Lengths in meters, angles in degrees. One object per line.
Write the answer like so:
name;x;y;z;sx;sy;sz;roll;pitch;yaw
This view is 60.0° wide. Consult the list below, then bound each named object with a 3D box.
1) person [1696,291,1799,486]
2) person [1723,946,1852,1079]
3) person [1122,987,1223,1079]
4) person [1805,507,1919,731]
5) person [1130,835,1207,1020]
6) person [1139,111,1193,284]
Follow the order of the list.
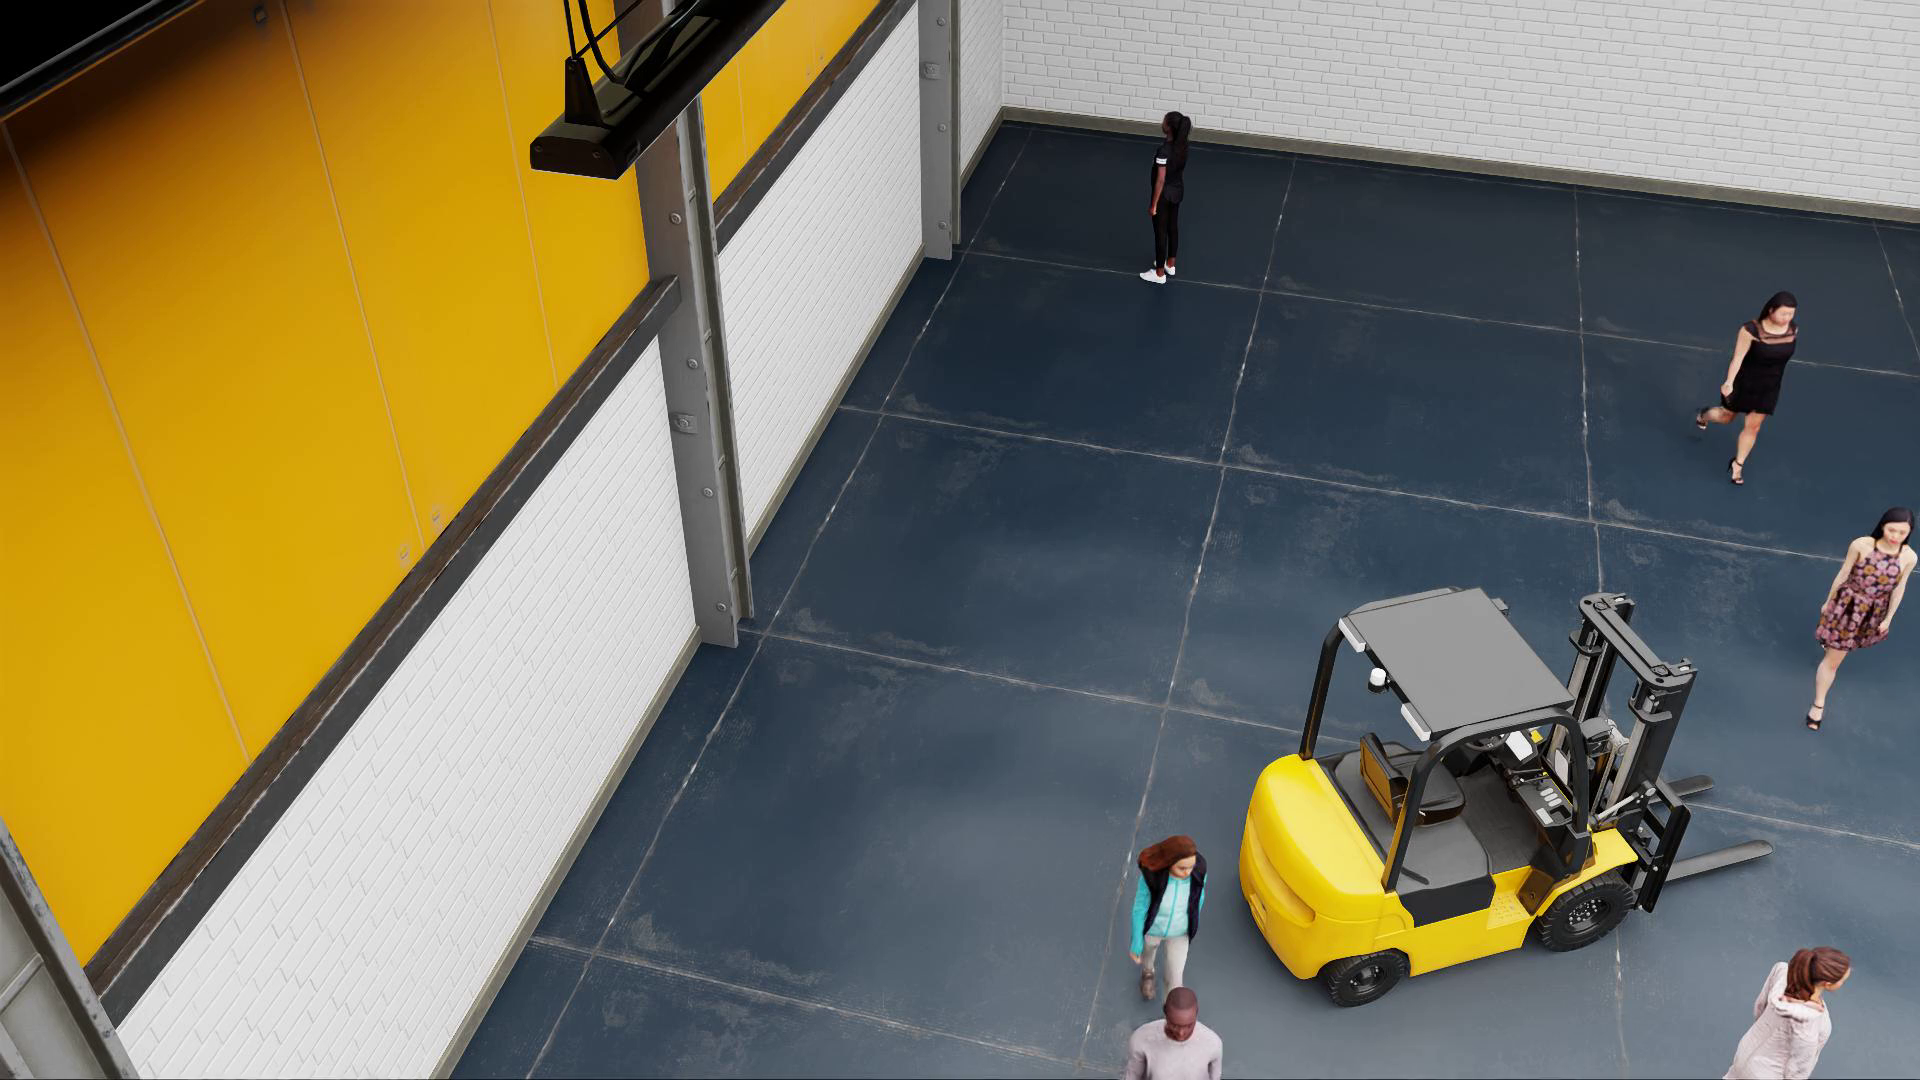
person;6.375;-1.293;13.485;0.885;1.691;1.095;-5;39;-6
person;4.150;2.664;8.530;0.751;1.692;0.598;0;39;0
person;1.044;2.758;8.369;0.762;1.745;1.167;3;39;4
person;6.069;0.450;11.255;0.693;1.750;1.102;14;41;17
person;1.137;2.112;9.399;0.739;1.469;0.935;-1;39;-1
person;1.989;-3.299;15.966;0.753;1.729;0.639;25;45;28
